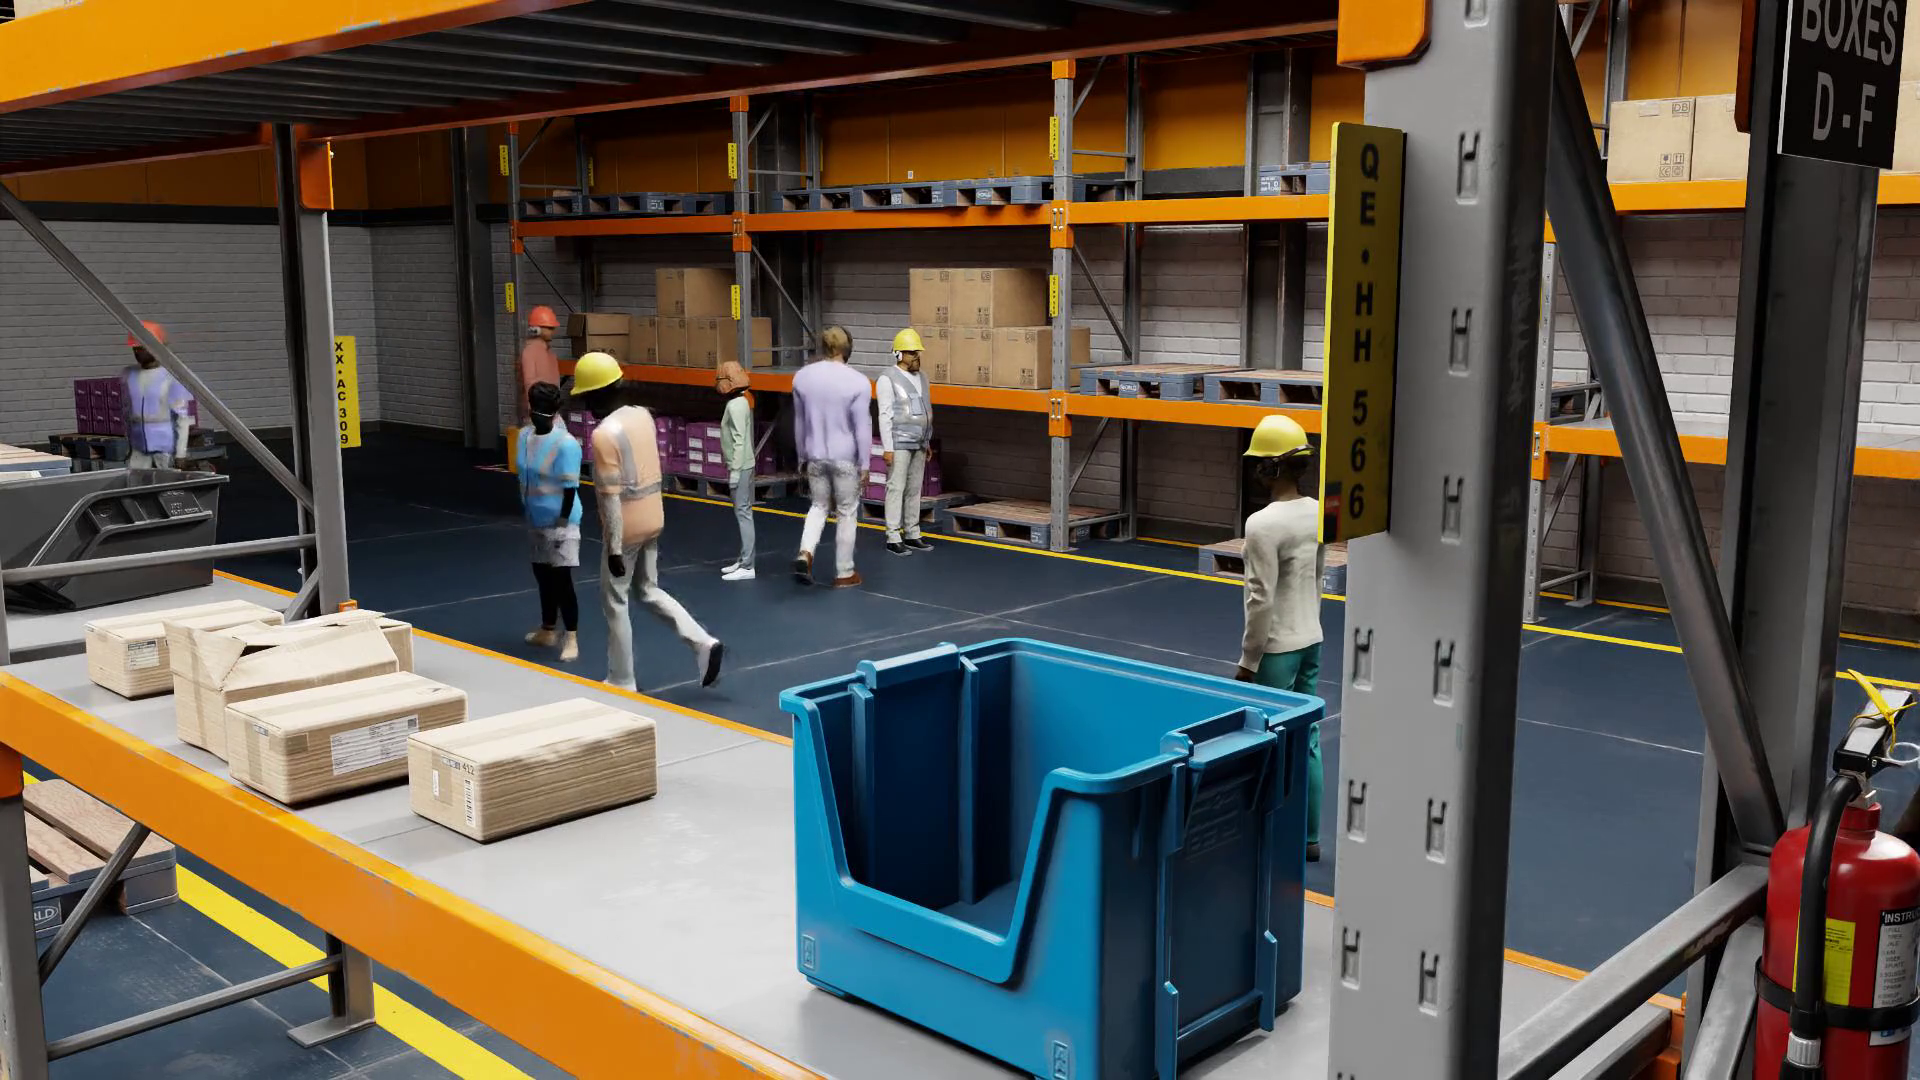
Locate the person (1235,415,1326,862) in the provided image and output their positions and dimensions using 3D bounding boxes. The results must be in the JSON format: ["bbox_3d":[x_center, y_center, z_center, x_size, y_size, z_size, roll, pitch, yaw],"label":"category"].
[{"bbox_3d":[1.206,0.406,6.363,0.326,1.767,0.533,8,12,39],"label":"person"}]

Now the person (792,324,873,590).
[{"bbox_3d":[-0.917,-0.575,11.884,0.649,1.921,0.564,4,10,23],"label":"person"}]

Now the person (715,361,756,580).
[{"bbox_3d":[-1.672,-0.518,12.437,0.286,1.632,0.500,-1,9,-4],"label":"person"}]

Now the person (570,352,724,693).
[{"bbox_3d":[-1.683,-0.059,8.867,0.729,1.883,0.649,3,10,18],"label":"person"}]

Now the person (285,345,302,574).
[{"bbox_3d":[-4.912,-0.704,12.701,0.383,1.918,0.591,-2,9,-12],"label":"person"}]

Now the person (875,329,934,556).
[{"bbox_3d":[-0.423,-0.795,13.520,0.404,1.831,0.600,7,11,35],"label":"person"}]

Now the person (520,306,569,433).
[{"bbox_3d":[-3.805,-1.155,15.283,0.447,1.973,0.644,2,9,9],"label":"person"}]

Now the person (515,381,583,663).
[{"bbox_3d":[-2.483,-0.121,9.904,0.696,1.667,0.349,8,12,41],"label":"person"}]

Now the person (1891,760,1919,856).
[{"bbox_3d":[3.575,0.592,5.579,0.869,1.648,0.538,3,10,20],"label":"person"}]

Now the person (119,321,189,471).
[{"bbox_3d":[-6.166,-0.707,12.702,0.580,1.921,0.453,1,9,7],"label":"person"}]
